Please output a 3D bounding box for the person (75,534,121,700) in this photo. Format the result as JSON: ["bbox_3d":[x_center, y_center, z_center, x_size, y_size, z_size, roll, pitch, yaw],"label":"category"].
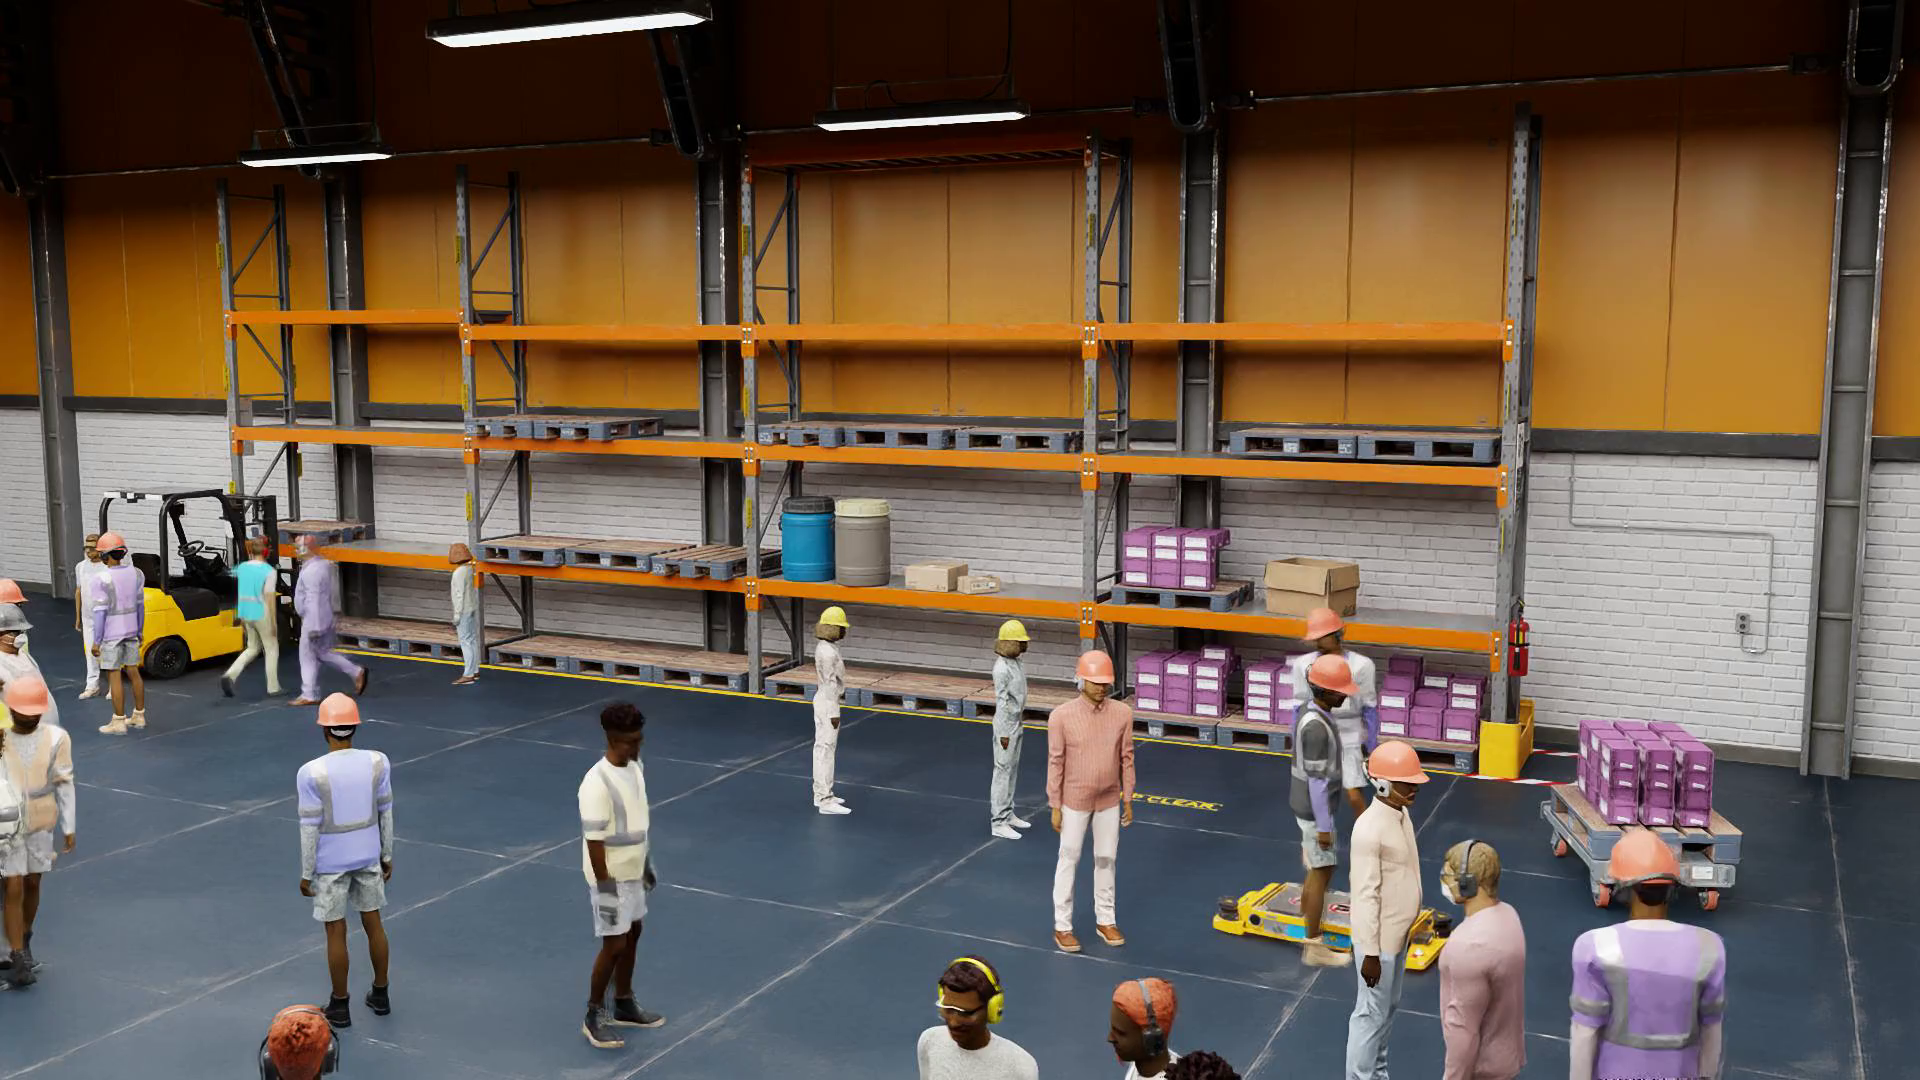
[{"bbox_3d":[-9.509,0.847,18.359,0.508,1.846,0.345,0,7,0],"label":"person"}]

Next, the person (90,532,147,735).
[{"bbox_3d":[-8.516,0.939,16.784,0.379,2.041,0.616,2,7,20],"label":"person"}]

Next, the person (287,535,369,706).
[{"bbox_3d":[-6.925,0.864,18.117,0.757,1.875,0.673,-1,7,-11],"label":"person"}]

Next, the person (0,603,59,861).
[{"bbox_3d":[-7.017,1.471,12.402,0.538,2.000,0.687,-1,7,-7],"label":"person"}]

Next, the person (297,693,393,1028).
[{"bbox_3d":[-3.587,1.850,9.698,0.551,1.934,0.373,-6,9,-42],"label":"person"}]

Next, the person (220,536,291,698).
[{"bbox_3d":[-7.746,0.868,18.269,0.573,1.824,0.690,4,8,27],"label":"person"}]

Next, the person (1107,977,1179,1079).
[{"bbox_3d":[0.663,2.378,5.598,0.471,1.874,0.585,0,7,-1],"label":"person"}]

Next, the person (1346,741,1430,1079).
[{"bbox_3d":[2.144,1.983,8.360,0.386,1.992,0.624,4,8,29],"label":"person"}]

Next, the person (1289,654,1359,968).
[{"bbox_3d":[2.306,1.707,10.588,0.410,2.027,0.615,2,7,14],"label":"person"}]

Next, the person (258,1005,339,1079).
[{"bbox_3d":[-2.083,2.411,5.323,0.576,1.879,0.356,-3,7,-21],"label":"person"}]

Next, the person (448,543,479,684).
[{"bbox_3d":[-5.746,0.845,19.238,0.266,1.631,0.507,0,7,1],"label":"person"}]

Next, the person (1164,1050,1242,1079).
[{"bbox_3d":[0.692,2.428,4.797,0.607,1.967,0.367,1,7,10],"label":"person"}]

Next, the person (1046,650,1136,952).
[{"bbox_3d":[0.860,1.692,10.832,0.610,1.986,0.415,-2,7,-19],"label":"person"}]

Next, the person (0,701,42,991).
[{"bbox_3d":[-5.961,1.850,10.204,0.403,1.818,0.596,0,7,-2],"label":"person"}]

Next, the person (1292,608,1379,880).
[{"bbox_3d":[2.785,1.494,12.339,0.645,2.021,0.418,3,7,21],"label":"person"}]

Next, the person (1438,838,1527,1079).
[{"bbox_3d":[2.146,2.194,6.911,0.382,1.929,0.637,4,8,32],"label":"person"}]

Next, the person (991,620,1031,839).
[{"bbox_3d":[0.419,1.503,13.351,0.299,1.743,0.493,2,7,17],"label":"person"}]

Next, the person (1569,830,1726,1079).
[{"bbox_3d":[2.723,2.179,6.676,0.616,2.027,0.563,0,7,0],"label":"person"}]

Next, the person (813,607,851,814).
[{"bbox_3d":[-1.080,1.425,14.024,0.313,1.738,0.483,-1,7,-11],"label":"person"}]

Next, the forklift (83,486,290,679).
[{"bbox_3d":[-9.426,0.454,20.179,1.214,2.155,2.313,3,8,26],"label":"forklift"}]

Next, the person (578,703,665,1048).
[{"bbox_3d":[-1.930,1.880,9.470,0.394,1.948,0.667,2,7,14],"label":"person"}]

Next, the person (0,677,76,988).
[{"bbox_3d":[-5.775,1.796,10.321,0.569,1.891,0.905,-6,9,-41],"label":"person"}]

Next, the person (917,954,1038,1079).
[{"bbox_3d":[0.041,2.354,5.860,0.511,1.862,0.324,5,8,35],"label":"person"}]

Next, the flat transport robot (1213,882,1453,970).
[{"bbox_3d":[2.467,2.518,10.999,1.431,0.197,0.652,4,8,32],"label":"flat transport robot"}]
